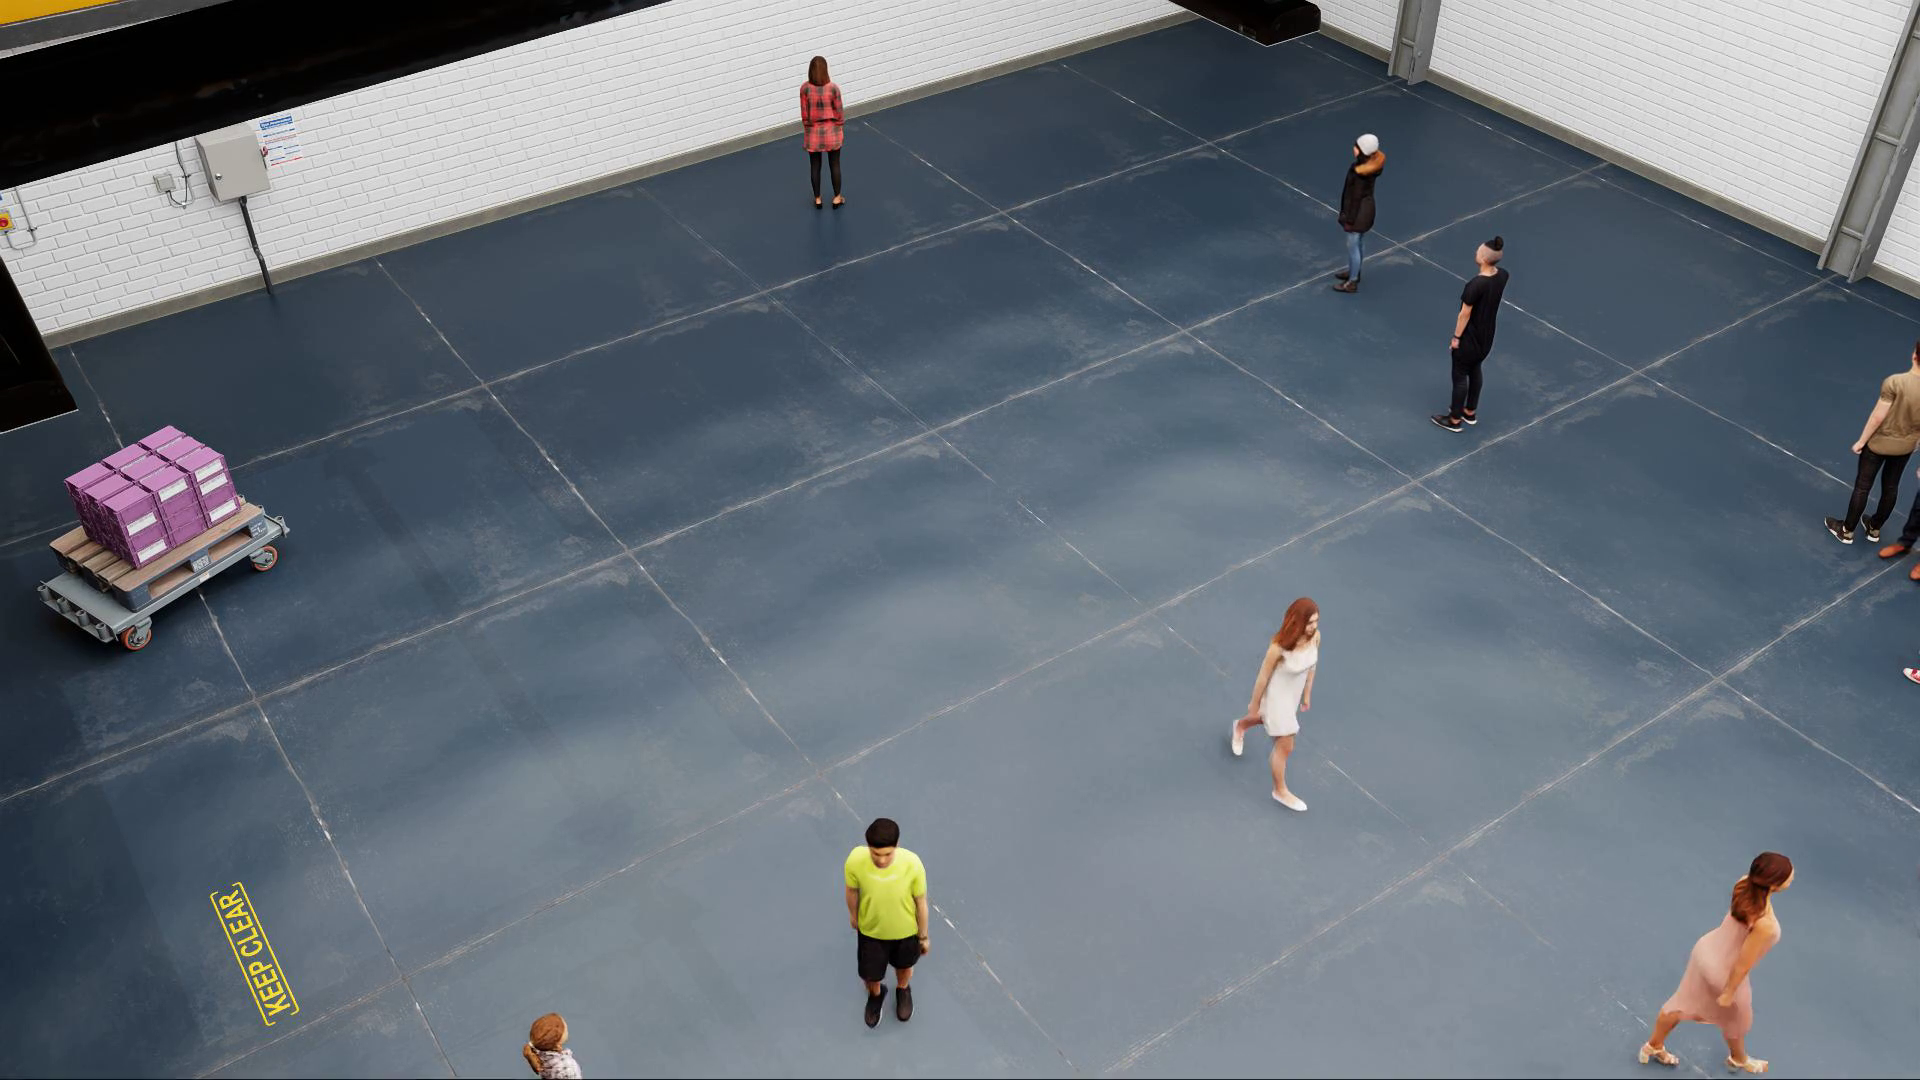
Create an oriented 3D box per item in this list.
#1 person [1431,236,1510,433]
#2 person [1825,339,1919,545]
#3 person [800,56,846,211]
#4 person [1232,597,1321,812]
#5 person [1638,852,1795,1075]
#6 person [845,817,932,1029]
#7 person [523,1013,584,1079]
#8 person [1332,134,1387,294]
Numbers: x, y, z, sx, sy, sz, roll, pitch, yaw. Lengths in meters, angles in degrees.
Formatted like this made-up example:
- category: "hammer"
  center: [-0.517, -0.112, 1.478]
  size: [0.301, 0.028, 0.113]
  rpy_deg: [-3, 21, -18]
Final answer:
- category: "person"
  center: [4.457, -1.797, 14.387]
  size: [0.698, 1.864, 0.611]
  rpy_deg: [-29, 47, -31]
- category: "person"
  center: [7.349, -0.780, 13.124]
  size: [0.752, 1.851, 0.758]
  rpy_deg: [-1, 39, -2]
- category: "person"
  center: [-1.455, -4.330, 17.687]
  size: [0.699, 1.703, 0.744]
  rpy_deg: [3, 39, 4]
- category: "person"
  center: [2.086, 0.981, 11.058]
  size: [0.576, 1.678, 1.072]
  rpy_deg: [-17, 42, -20]
- category: "person"
  center: [4.132, 2.366, 9.220]
  size: [1.004, 1.806, 0.990]
  rpy_deg: [2, 39, 2]
- category: "person"
  center: [-0.407, 2.131, 9.604]
  size: [0.770, 1.694, 0.814]
  rpy_deg: [-1, 39, -1]
- category: "person"
  center: [-2.152, 3.016, 8.819]
  size: [0.811, 1.290, 0.765]
  rpy_deg: [25, 45, 28]
- category: "person"
  center: [3.929, -3.223, 16.358]
  size: [0.761, 1.632, 0.726]
  rpy_deg: [13, 40, 15]
